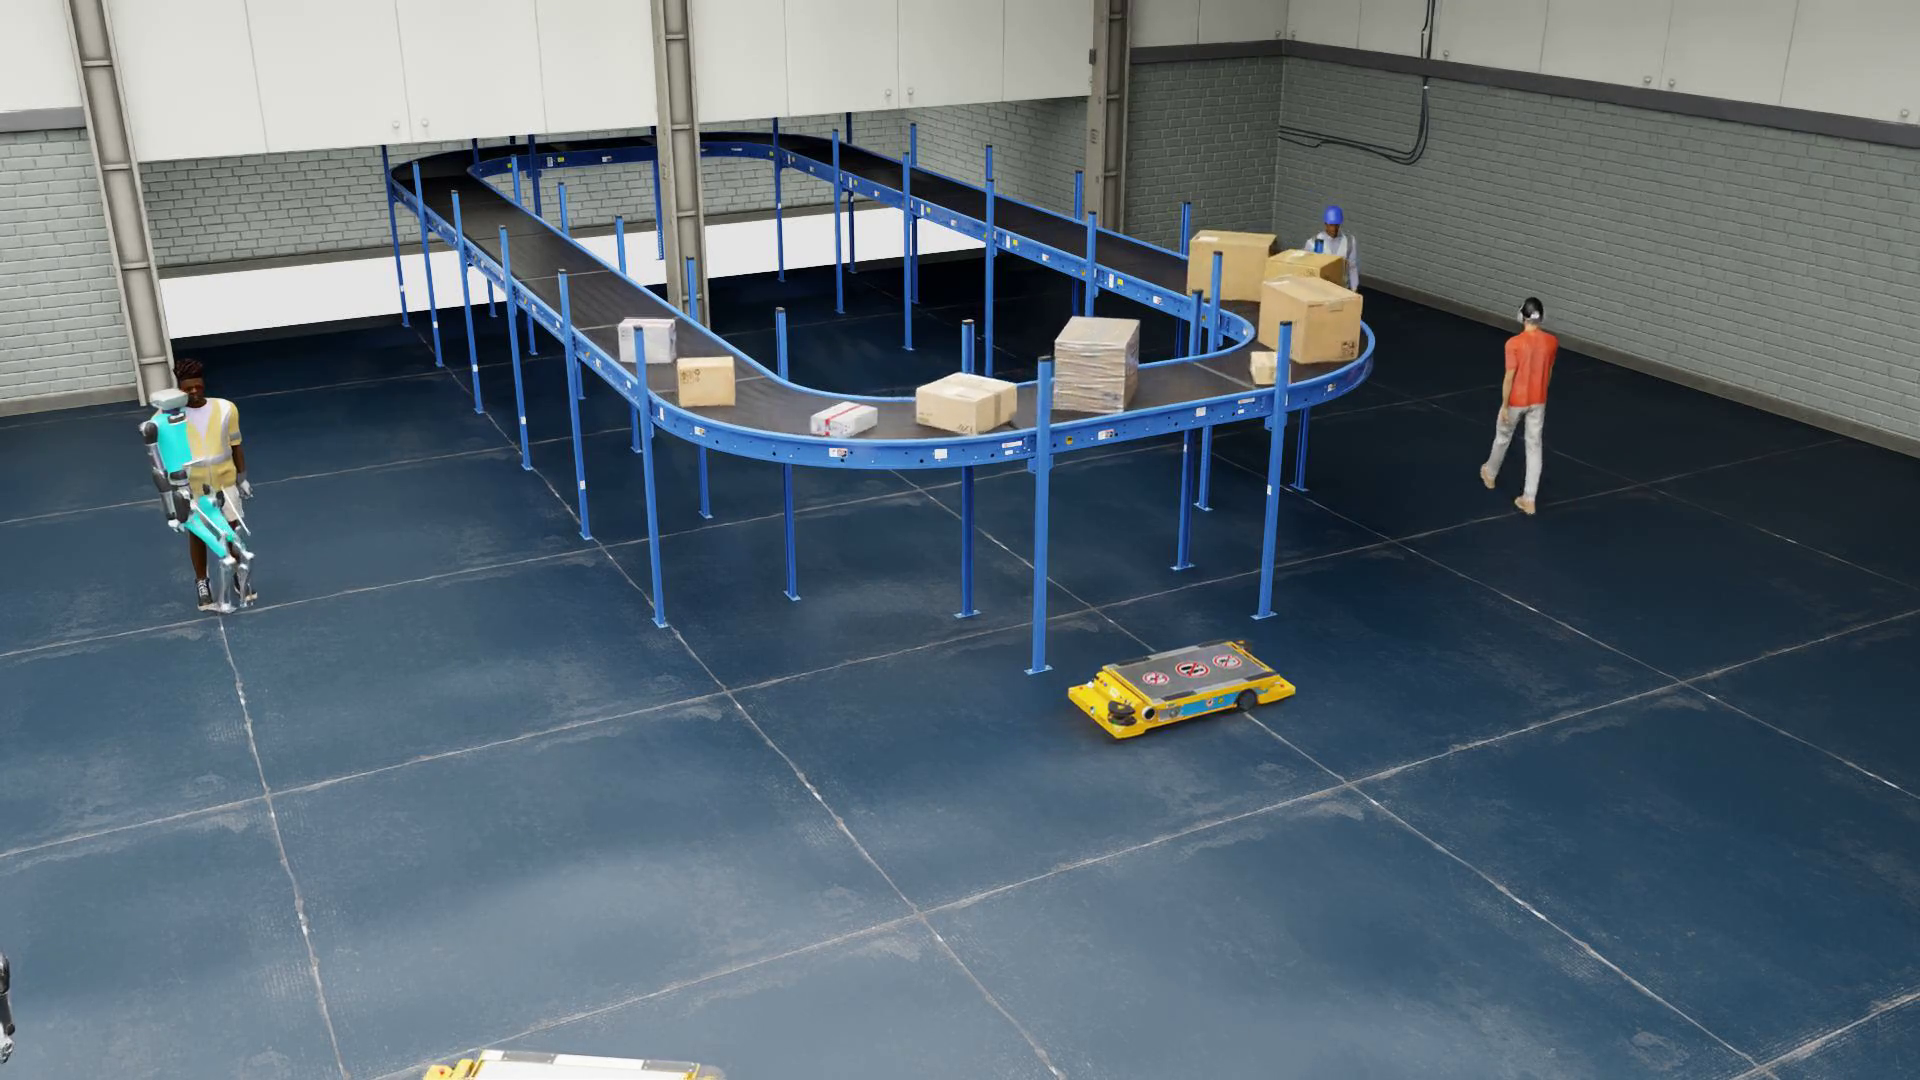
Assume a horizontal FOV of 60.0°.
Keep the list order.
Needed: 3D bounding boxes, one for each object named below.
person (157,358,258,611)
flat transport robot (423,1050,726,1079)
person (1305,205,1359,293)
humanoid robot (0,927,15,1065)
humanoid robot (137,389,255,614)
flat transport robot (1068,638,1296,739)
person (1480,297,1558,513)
[{"bbox_3d":[-5.745,-0.441,12.704,0.600,1.966,0.369,-15,26,-32],"label":"person"},{"bbox_3d":[-1.797,2.606,7.434,1.431,0.231,0.659,2,22,5],"label":"flat transport robot"},{"bbox_3d":[4.131,-2.828,18.683,0.595,1.909,0.963,-4,22,-9],"label":"person"},{"bbox_3d":[-4.342,2.010,6.994,0.937,1.760,0.562,18,28,38],"label":"humanoid robot"},{"bbox_3d":[-5.642,-0.242,12.529,0.782,1.771,0.536,9,24,22],"label":"humanoid robot"},{"bbox_3d":[1.524,1.003,11.395,1.431,0.231,0.659,-10,24,-24],"label":"flat transport robot"},{"bbox_3d":[5.016,-1.242,14.826,0.484,1.862,0.979,0,22,-1],"label":"person"}]
